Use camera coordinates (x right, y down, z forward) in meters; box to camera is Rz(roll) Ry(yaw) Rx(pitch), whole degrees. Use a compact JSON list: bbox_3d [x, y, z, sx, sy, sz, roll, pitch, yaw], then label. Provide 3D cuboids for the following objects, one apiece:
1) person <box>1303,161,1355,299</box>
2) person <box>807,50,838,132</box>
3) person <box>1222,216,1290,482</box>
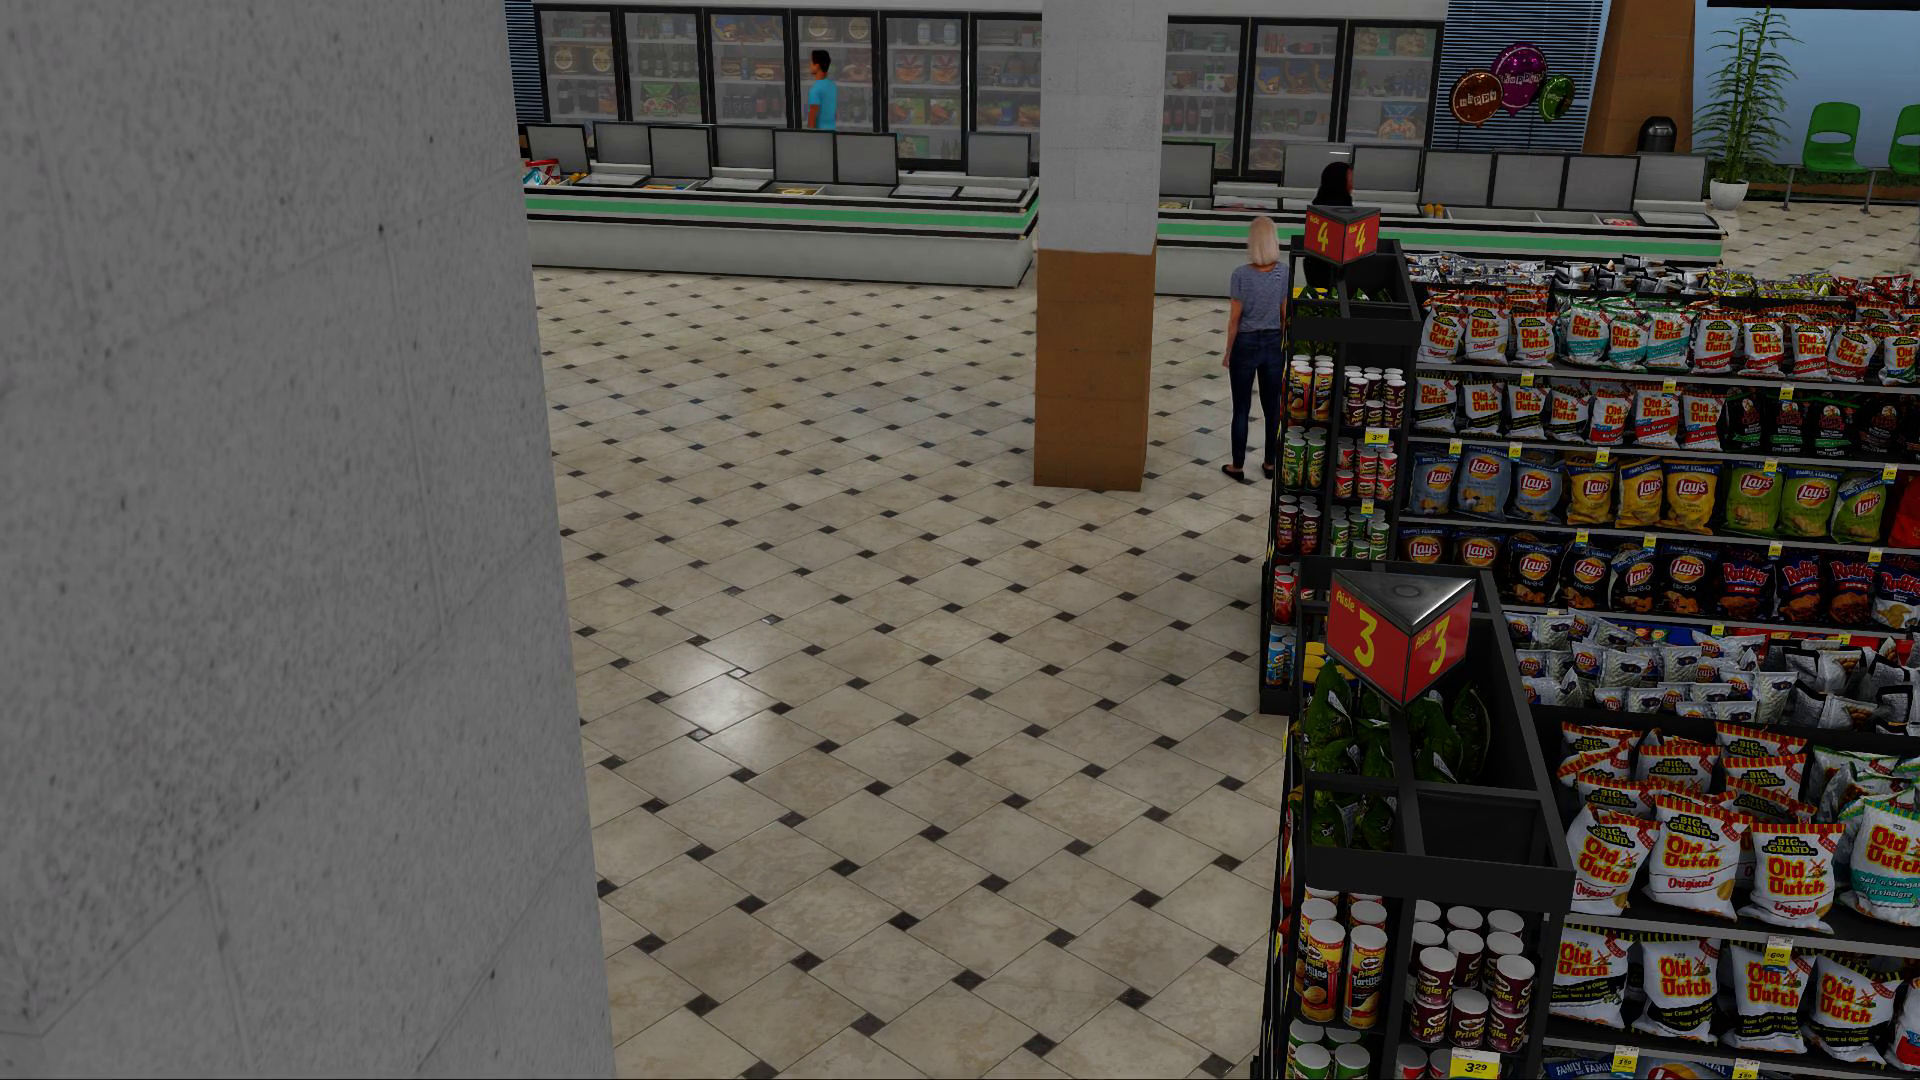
[{"bbox_3d":[2.811,-2.085,12.764,0.768,1.616,0.745,-7,25,-15],"label":"person"},{"bbox_3d":[-1.346,-4.213,17.443,0.587,1.762,0.624,5,24,10],"label":"person"},{"bbox_3d":[1.908,-1.214,10.645,0.543,1.719,0.699,-3,24,-6],"label":"person"}]
